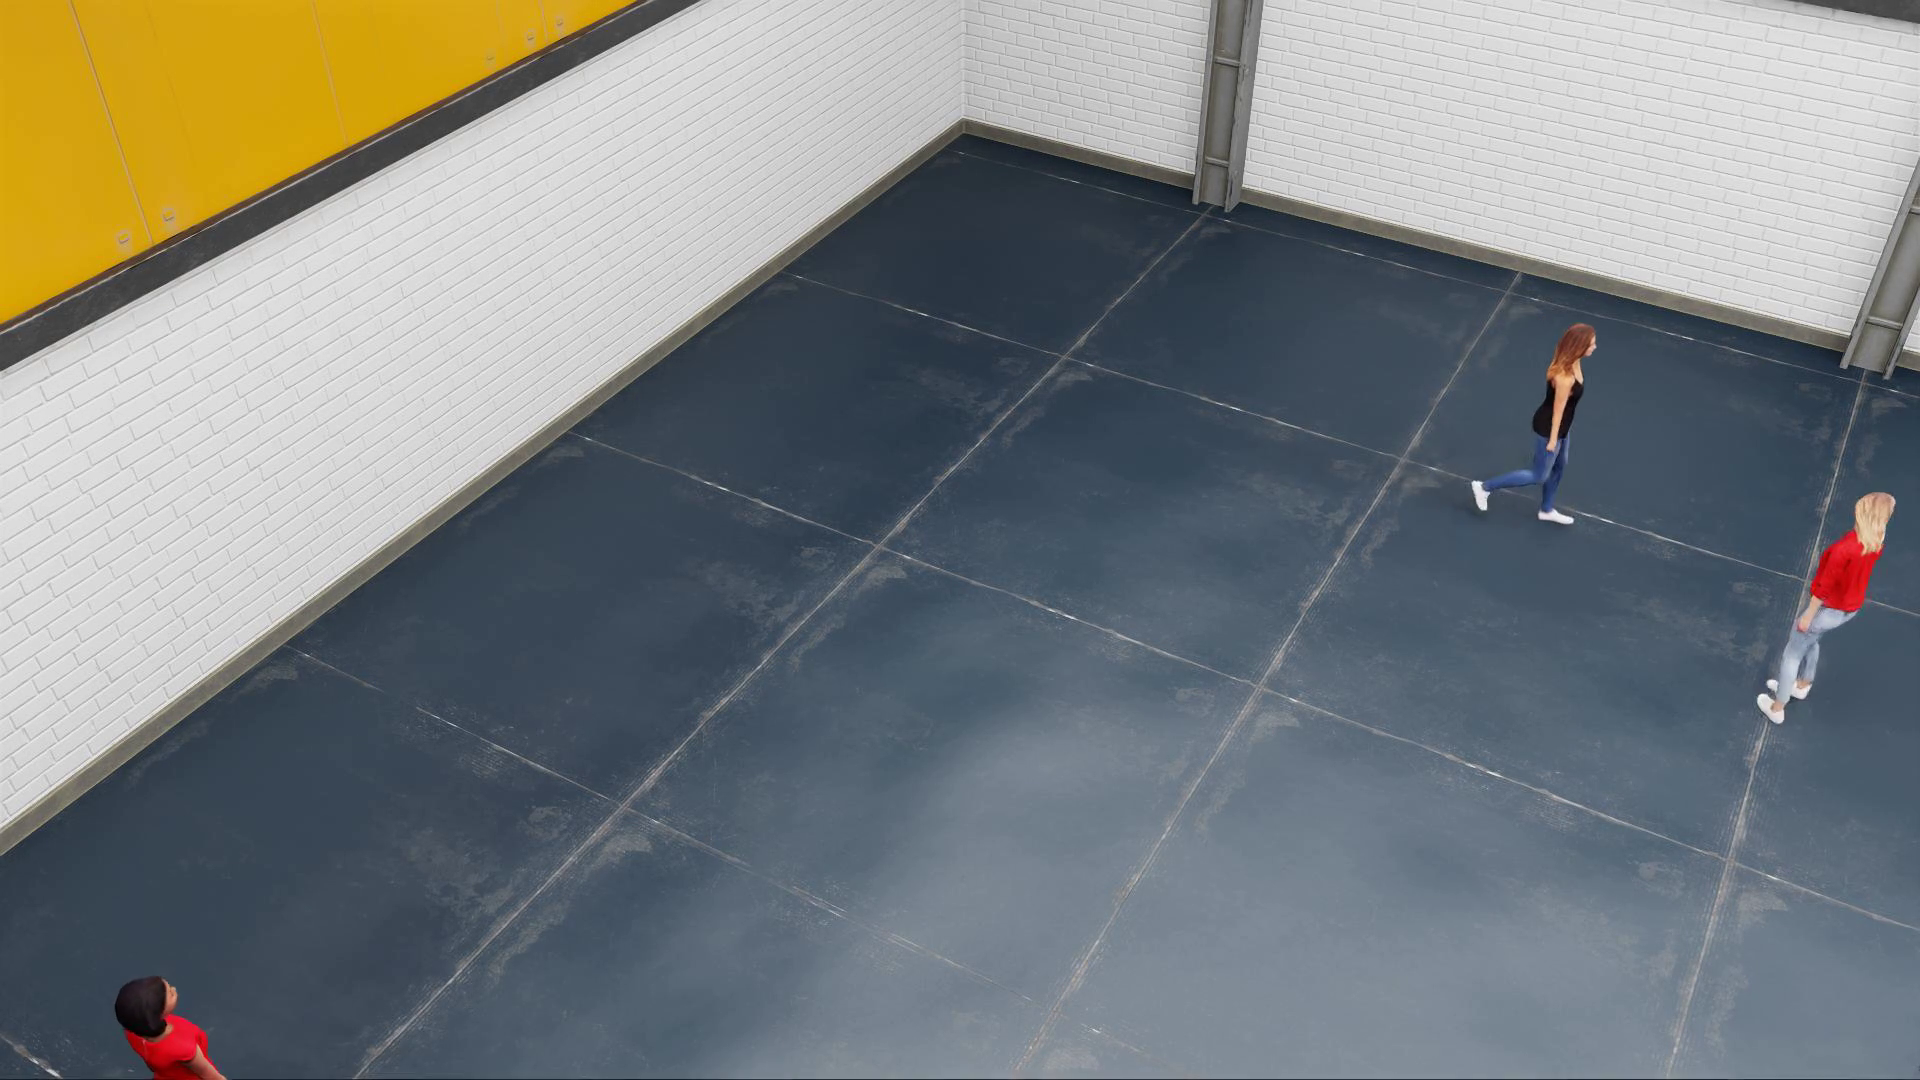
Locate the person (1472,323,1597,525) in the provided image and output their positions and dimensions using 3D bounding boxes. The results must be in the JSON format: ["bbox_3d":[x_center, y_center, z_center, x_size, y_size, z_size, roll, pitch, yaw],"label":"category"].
[{"bbox_3d":[4.196,-0.831,12.010,1.010,1.699,0.645,15,41,18],"label":"person"}]

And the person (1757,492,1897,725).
[{"bbox_3d":[5.485,0.431,10.460,0.735,1.660,0.745,31,48,33],"label":"person"}]

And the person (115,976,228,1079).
[{"bbox_3d":[-3.550,2.596,7.682,0.451,1.744,0.659,15,41,19],"label":"person"}]
